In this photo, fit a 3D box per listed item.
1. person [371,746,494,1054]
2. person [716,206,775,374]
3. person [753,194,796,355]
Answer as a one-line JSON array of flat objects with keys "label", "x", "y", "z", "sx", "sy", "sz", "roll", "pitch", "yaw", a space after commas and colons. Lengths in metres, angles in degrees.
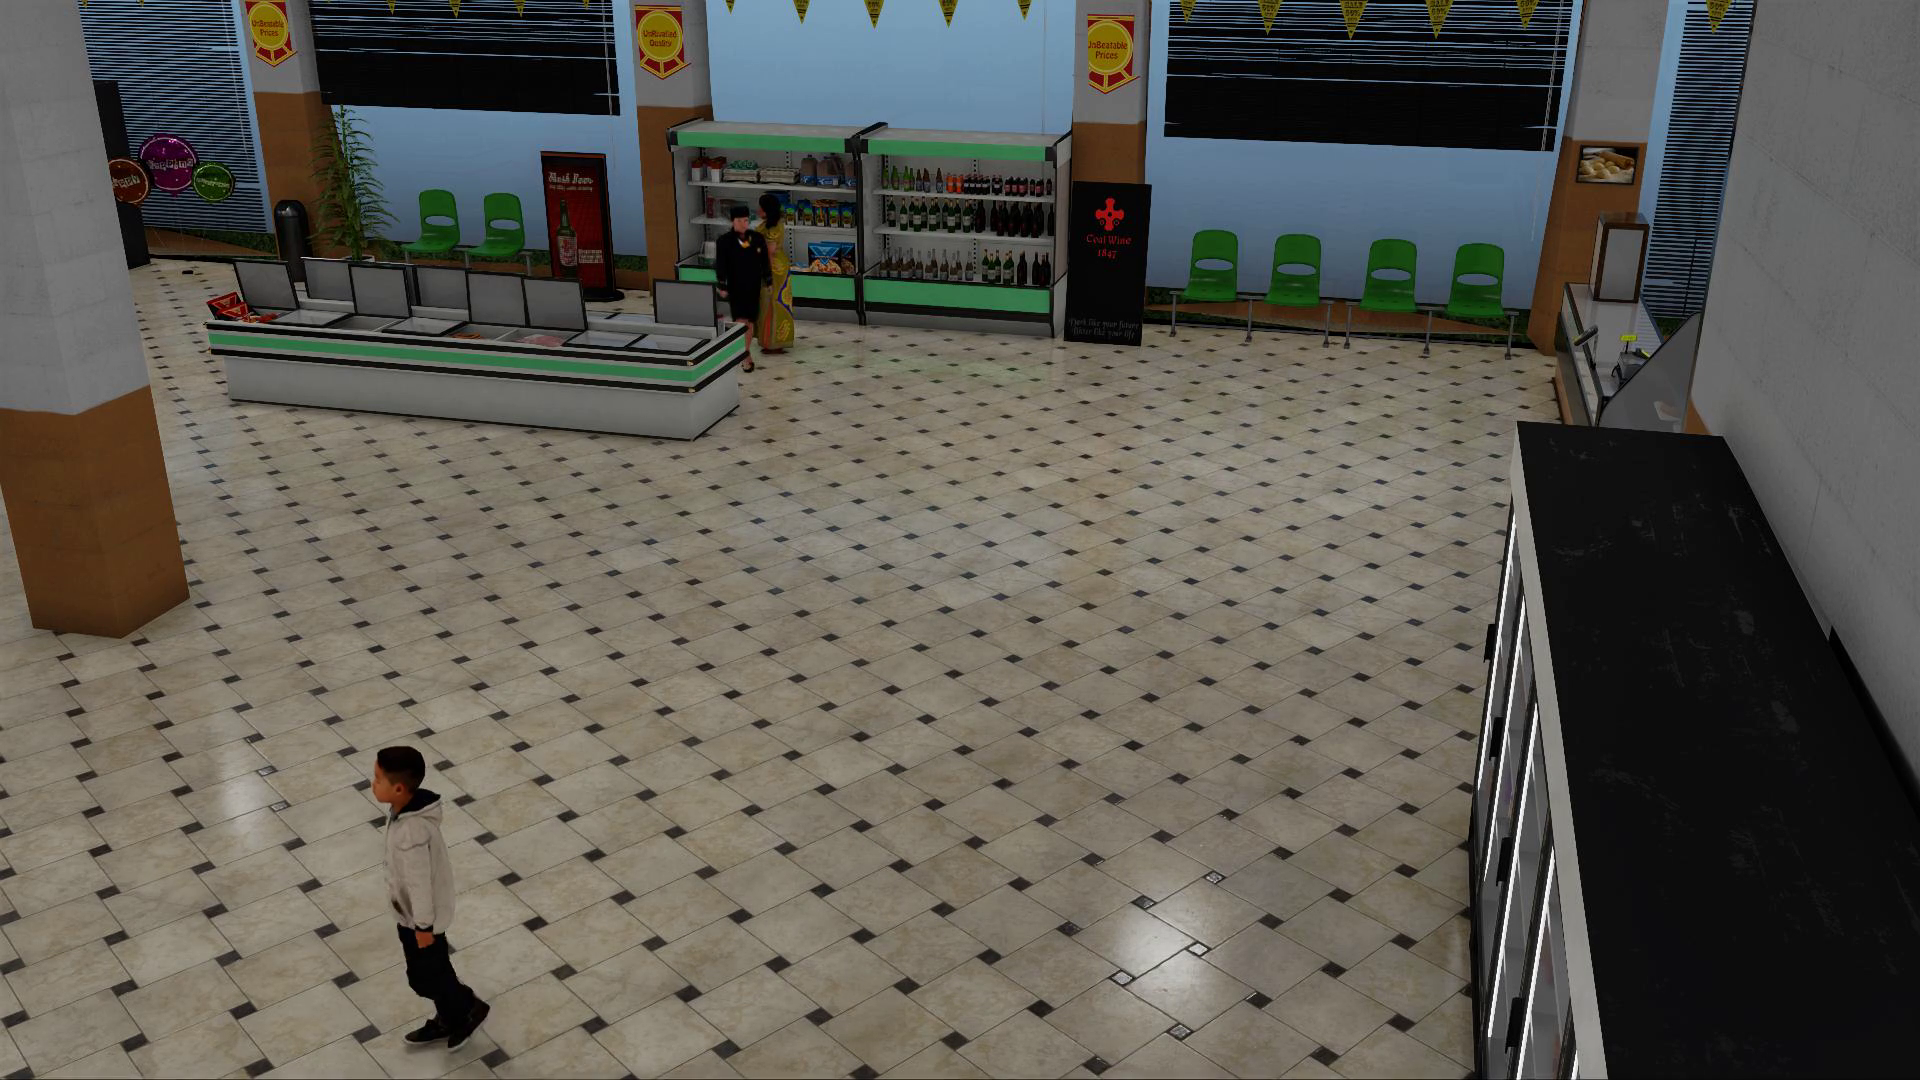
[{"label": "person", "x": -2.180, "y": 1.508, "z": 6.966, "sx": 0.768, "sy": 1.447, "sz": 0.719, "roll": -9, "pitch": 24, "yaw": -22}, {"label": "person", "x": -2.186, "y": -2.541, "z": 16.767, "sx": 0.944, "sy": 1.653, "sz": 0.997, "roll": -10, "pitch": 24, "yaw": -24}, {"label": "person", "x": -1.962, "y": -2.796, "z": 17.392, "sx": 0.883, "sy": 1.660, "sz": 0.934, "roll": 0, "pitch": 22, "yaw": 0}]
